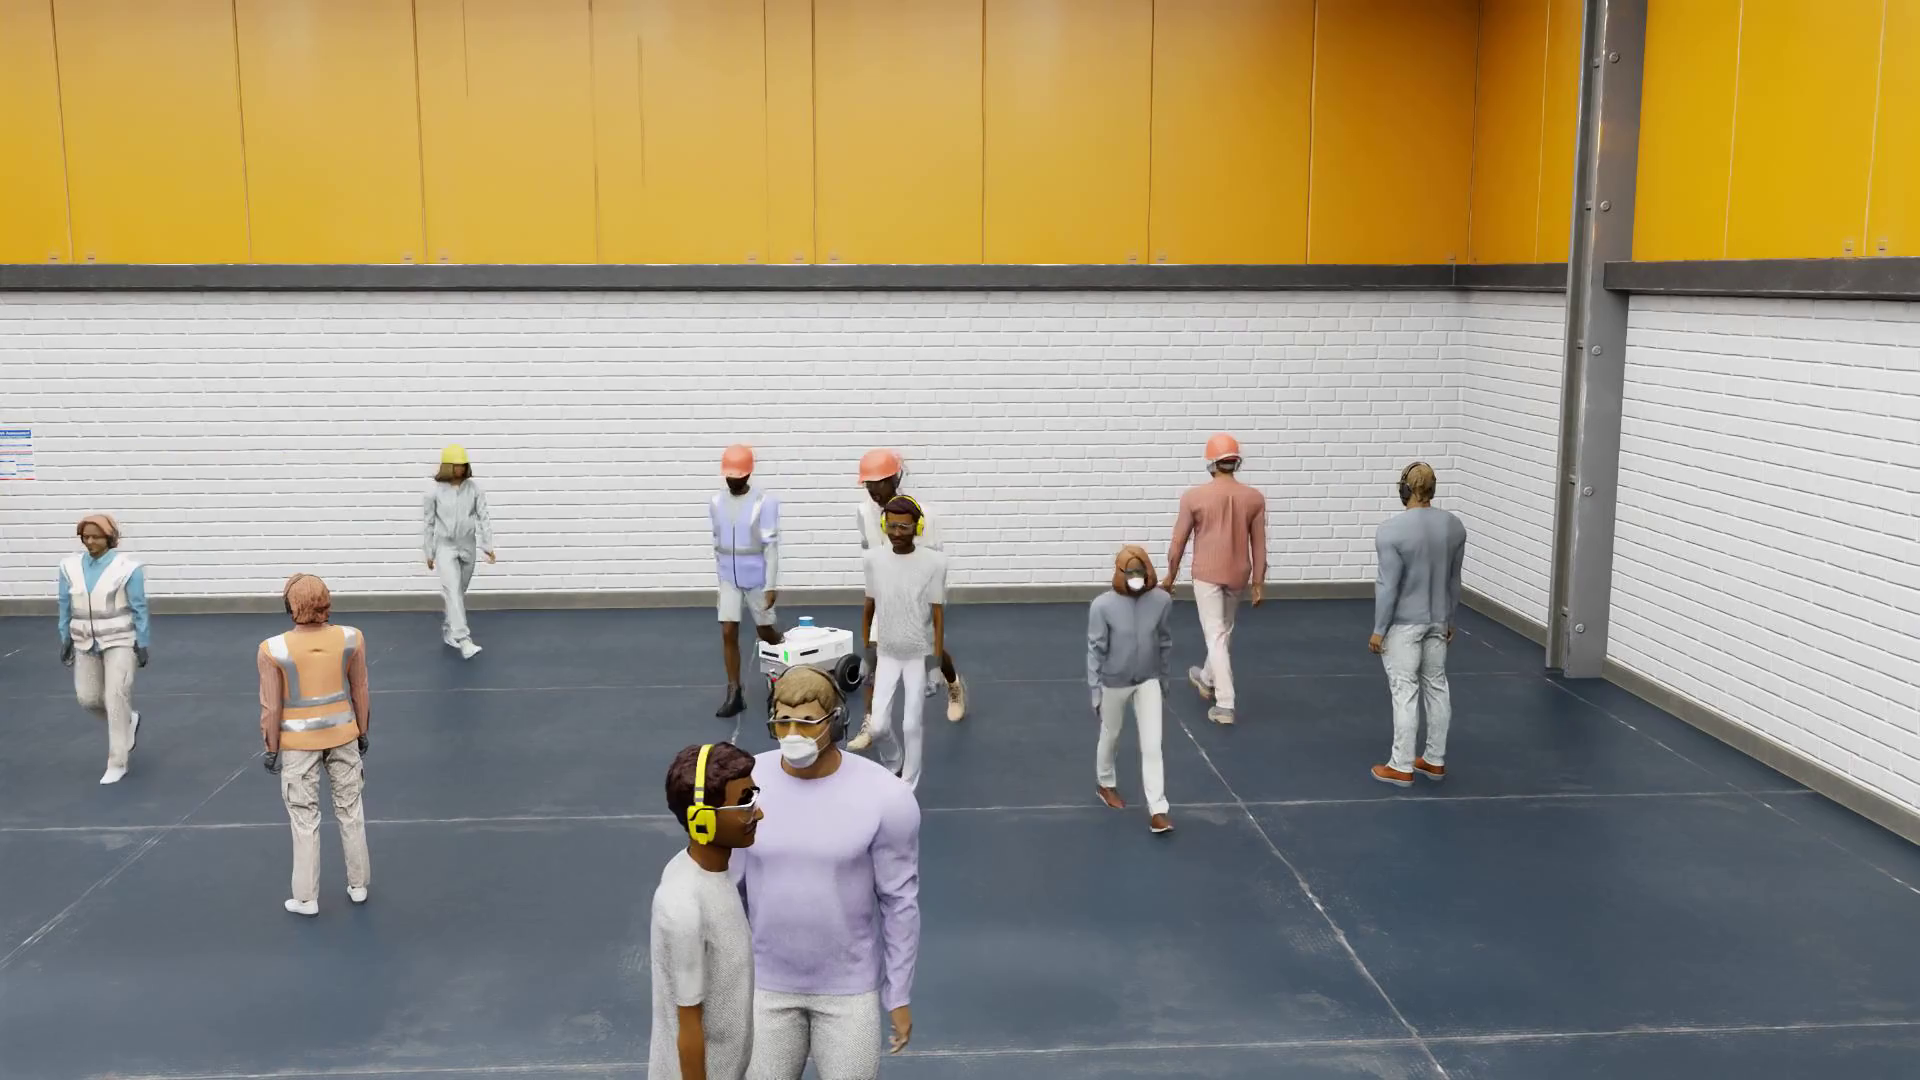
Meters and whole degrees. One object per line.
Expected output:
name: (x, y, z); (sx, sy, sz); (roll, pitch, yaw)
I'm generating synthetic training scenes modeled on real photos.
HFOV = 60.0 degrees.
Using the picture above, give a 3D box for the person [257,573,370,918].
person: (-3.045, 0.968, 7.892); (0.511, 1.640, 0.308); (-8, 12, -40)

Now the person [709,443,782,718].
person: (-1.459, 0.244, 11.665); (0.555, 1.899, 0.857); (3, 10, 19)

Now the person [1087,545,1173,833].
person: (0.936, 0.796, 9.167); (0.522, 1.569, 0.894); (-2, 9, -14)

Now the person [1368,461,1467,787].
person: (2.704, 0.500, 9.895); (0.628, 1.939, 0.375); (-4, 10, -26)

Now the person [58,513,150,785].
person: (-5.152, 0.626, 10.092); (0.523, 1.620, 0.588); (1, 9, 3)

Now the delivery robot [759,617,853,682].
delivery robot: (-1.114, 0.799, 12.054); (0.477, 0.478, 0.707); (8, 12, 42)

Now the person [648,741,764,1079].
person: (-0.630, 1.427, 4.284); (0.330, 1.874, 0.518); (-1, 9, -4)

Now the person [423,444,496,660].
person: (-3.998, 0.084, 13.260); (0.491, 1.695, 0.939); (-8, 12, -40)

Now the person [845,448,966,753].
person: (-0.329, 0.336, 10.922); (0.640, 1.964, 1.166); (6, 11, 31)

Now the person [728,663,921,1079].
person: (-0.429, 1.303, 4.857); (0.629, 1.940, 0.379); (1, 9, 7)

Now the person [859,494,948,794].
person: (-0.316, 0.655, 9.215); (0.517, 1.847, 0.422); (2, 9, 11)

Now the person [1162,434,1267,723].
person: (1.765, 0.236, 11.535); (0.629, 1.936, 1.043); (-2, 9, -15)
